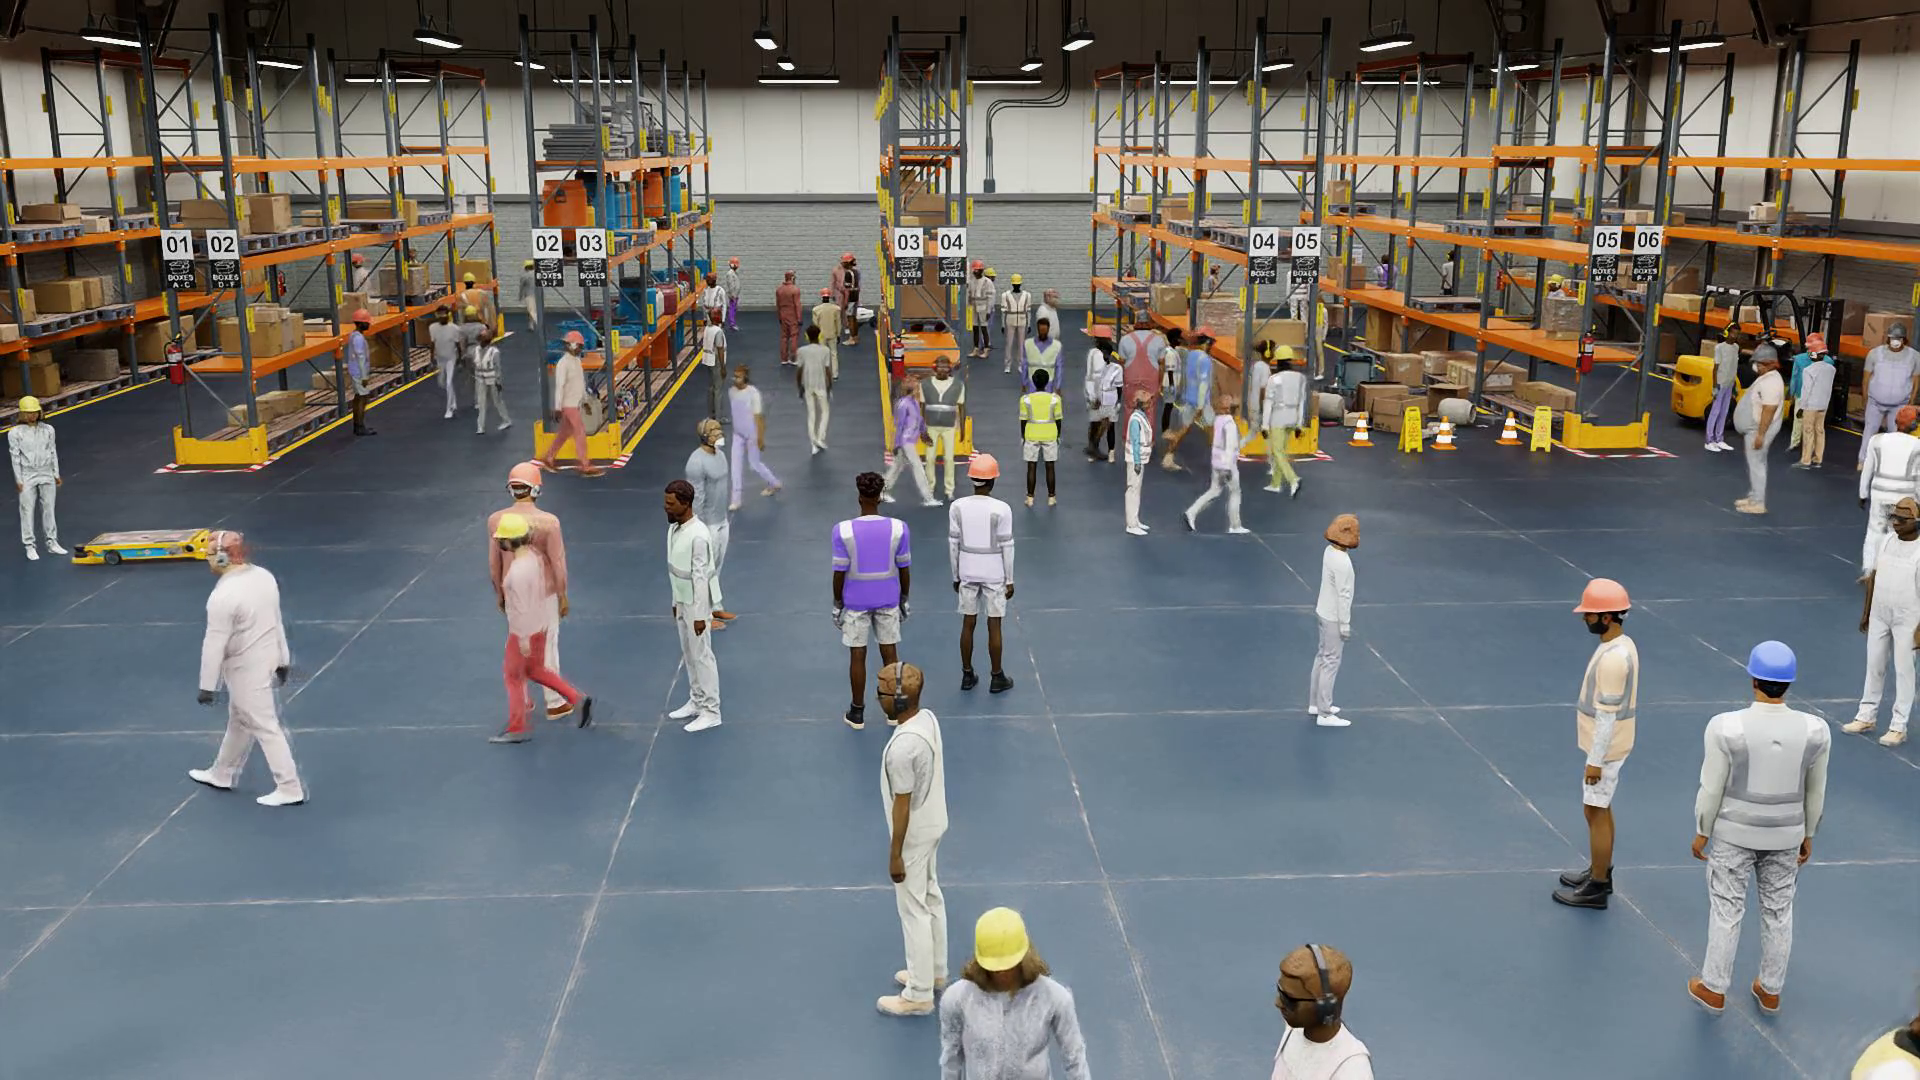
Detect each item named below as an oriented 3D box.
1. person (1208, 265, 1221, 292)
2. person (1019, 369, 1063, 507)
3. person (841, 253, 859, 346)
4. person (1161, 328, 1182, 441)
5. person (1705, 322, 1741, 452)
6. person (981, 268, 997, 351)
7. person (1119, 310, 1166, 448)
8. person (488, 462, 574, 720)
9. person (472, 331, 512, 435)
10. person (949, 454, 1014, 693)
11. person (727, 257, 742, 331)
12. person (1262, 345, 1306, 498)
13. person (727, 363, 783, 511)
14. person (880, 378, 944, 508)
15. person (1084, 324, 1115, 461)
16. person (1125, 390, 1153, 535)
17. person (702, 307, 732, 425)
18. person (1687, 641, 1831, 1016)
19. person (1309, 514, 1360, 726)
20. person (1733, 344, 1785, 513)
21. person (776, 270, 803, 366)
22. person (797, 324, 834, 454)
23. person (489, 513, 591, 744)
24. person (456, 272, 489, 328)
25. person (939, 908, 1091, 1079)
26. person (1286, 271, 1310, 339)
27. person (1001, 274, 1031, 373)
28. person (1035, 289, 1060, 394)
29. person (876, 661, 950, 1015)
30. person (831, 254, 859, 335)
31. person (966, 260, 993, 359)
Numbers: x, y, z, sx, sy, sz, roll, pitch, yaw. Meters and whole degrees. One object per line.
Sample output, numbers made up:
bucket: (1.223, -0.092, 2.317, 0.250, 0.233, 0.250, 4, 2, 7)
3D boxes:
person: (5.936, -5.617, 38.922, 0.308, 1.640, 0.511, 6, 15, 24)
person: (0.983, -1.239, 20.250, 0.535, 1.700, 0.318, 0, 13, -1)
person: (-2.453, -5.324, 36.849, 0.403, 2.035, 0.604, 4, 14, 15)
person: (3.155, -2.336, 24.921, 0.319, 1.689, 0.539, 2, 13, 9)
person: (11.057, -2.213, 24.023, 0.520, 1.865, 0.328, -8, 15, -29)
person: (0.636, -4.993, 36.006, 0.317, 1.769, 0.522, 5, 14, 20)
person: (2.658, -2.359, 24.261, 0.682, 2.000, 0.535, 2, 13, 7)
person: (-3.267, 0.395, 12.703, 0.610, 1.991, 0.389, 3, 14, 11)
person: (-7.208, -2.433, 25.539, 0.524, 1.587, 0.833, 5, 14, 20)
person: (0.186, 0.270, 13.343, 0.543, 1.939, 0.360, 5, 14, 21)
person: (-5.414, -5.898, 39.871, 0.328, 1.750, 0.560, 0, 13, 1)
person: (4.076, -1.476, 20.835, 0.594, 1.907, 0.783, -8, 15, -29)
person: (-2.546, -1.287, 20.256, 0.555, 1.804, 0.834, 8, 16, 31)
person: (-0.647, -1.196, 20.311, 0.884, 1.590, 0.513, 2, 14, 10)
person: (1.953, -2.040, 23.158, 0.401, 1.920, 0.565, -1, 13, -3)
person: (2.023, -0.887, 18.886, 0.311, 1.640, 0.512, 3, 14, 12)
person: (-3.869, -2.752, 26.336, 0.387, 1.849, 0.566, -8, 16, -31)
person: (3.981, 1.450, 8.322, 0.605, 1.948, 0.387, 1, 13, 4)
person: (2.857, 0.598, 12.632, 0.288, 1.626, 0.497, 0, 13, -2)
person: (9.564, -1.346, 19.970, 0.537, 2.000, 0.691, 6, 15, 23)
person: (-3.394, -4.470, 33.494, 0.651, 1.904, 0.403, 11, 17, 40)
person: (-2.062, -2.177, 23.888, 0.565, 1.852, 0.524, 2, 13, 7)
person: (-3.119, 0.643, 12.164, 0.665, 1.742, 0.527, 0, 13, -1)
person: (-9.621, -4.312, 32.799, 0.614, 1.914, 0.417, -9, 16, -33)
person: (0.208, 2.108, 6.103, 0.554, 1.679, 0.939, -1, 13, -5)
person: (7.721, -5.510, 37.947, 0.575, 1.882, 0.361, 0, 13, 0)
person: (1.095, -4.205, 32.325, 0.594, 1.924, 0.384, -2, 13, -7)
person: (1.543, -3.441, 29.134, 0.401, 1.905, 0.652, 4, 14, 18)
person: (-0.243, 1.492, 8.398, 0.345, 1.838, 0.510, 4, 14, 15)
person: (-2.682, -5.732, 38.929, 0.635, 1.869, 0.783, -1, 13, -6)
person: (0.385, -4.786, 34.540, 0.614, 2.040, 0.390, 11, 17, 38)
